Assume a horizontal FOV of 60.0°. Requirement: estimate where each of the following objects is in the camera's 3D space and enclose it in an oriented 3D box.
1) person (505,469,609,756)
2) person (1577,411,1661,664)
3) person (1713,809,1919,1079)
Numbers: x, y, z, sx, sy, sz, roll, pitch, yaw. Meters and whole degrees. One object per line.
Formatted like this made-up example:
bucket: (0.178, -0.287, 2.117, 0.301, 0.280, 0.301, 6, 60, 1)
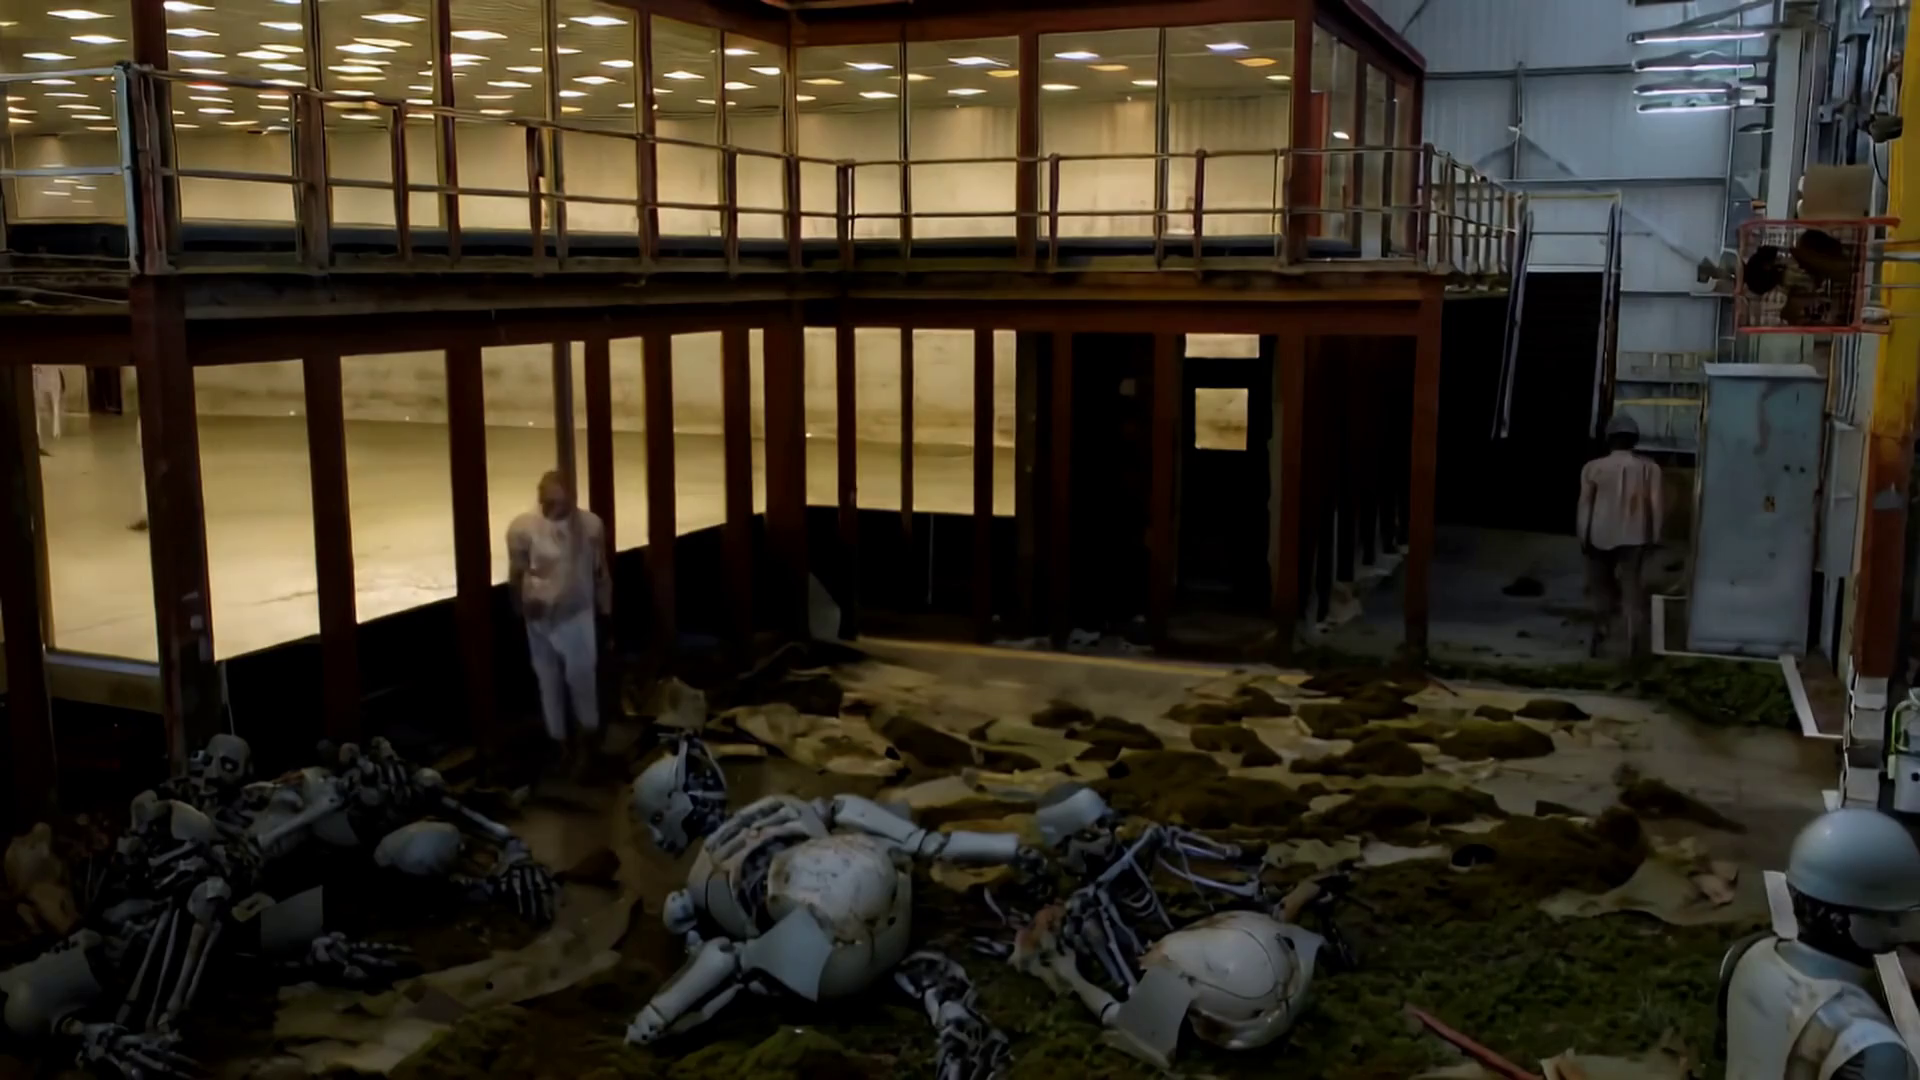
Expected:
person: (-2.533, 0.463, 10.478, 0.630, 1.829, 0.444, -2, 9, -11)
person: (5.126, -0.013, 12.948, 0.625, 1.973, 0.830, 3, 10, 17)
person: (1.829, 1.518, 3.574, 0.389, 1.947, 0.614, 0, 9, -2)
